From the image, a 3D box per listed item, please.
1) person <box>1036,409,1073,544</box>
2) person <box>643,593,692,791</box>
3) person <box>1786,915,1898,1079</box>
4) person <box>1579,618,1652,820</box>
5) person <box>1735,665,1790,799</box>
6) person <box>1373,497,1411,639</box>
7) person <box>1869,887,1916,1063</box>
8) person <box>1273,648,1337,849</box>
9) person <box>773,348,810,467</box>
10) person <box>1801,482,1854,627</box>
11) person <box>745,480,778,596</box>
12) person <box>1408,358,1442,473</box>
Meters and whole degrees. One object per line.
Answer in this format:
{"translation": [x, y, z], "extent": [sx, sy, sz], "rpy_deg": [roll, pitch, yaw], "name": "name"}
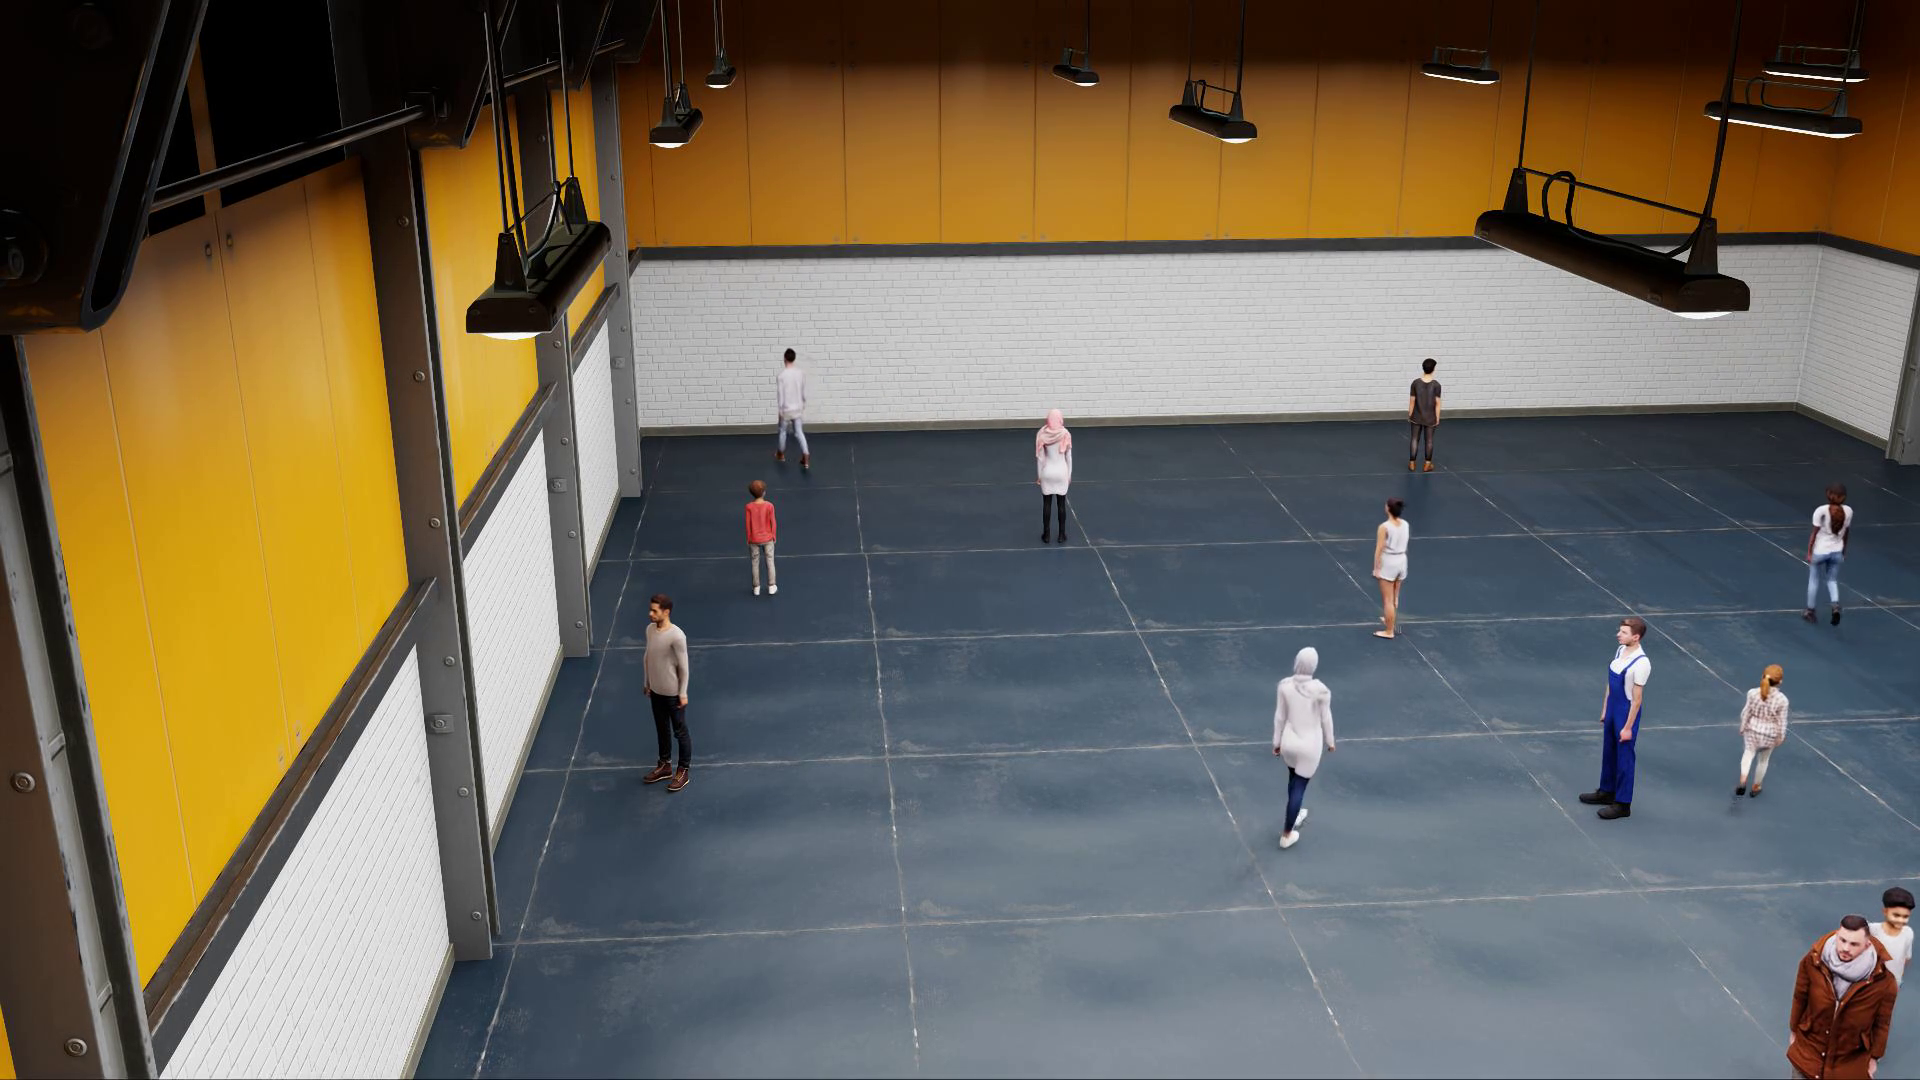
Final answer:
{"translation": [1.241, -0.847, 21.796], "extent": [0.652, 1.804, 0.624], "rpy_deg": [1, 19, 2], "name": "person"}
{"translation": [-2.664, 1.358, 15.154], "extent": [0.745, 1.866, 0.779], "rpy_deg": [12, 22, 32], "name": "person"}
{"translation": [5.297, 3.080, 10.086], "extent": [0.836, 1.836, 0.886], "rpy_deg": [12, 22, 33], "name": "person"}
{"translation": [5.839, 1.539, 14.640], "extent": [0.684, 1.851, 0.498], "rpy_deg": [-2, 19, -7], "name": "person"}
{"translation": [7.168, 1.740, 14.908], "extent": [0.755, 1.298, 0.820], "rpy_deg": [14, 23, 36], "name": "person"}
{"translation": [4.880, 0.310, 18.678], "extent": [0.699, 1.602, 0.803], "rpy_deg": [-11, 21, -29], "name": "person"}
{"translation": [6.316, 2.934, 11.436], "extent": [0.626, 1.251, 0.749], "rpy_deg": [5, 19, 15], "name": "person"}
{"translation": [2.848, 1.788, 14.054], "extent": [0.907, 1.752, 0.988], "rpy_deg": [13, 23, 34], "name": "person"}
{"translation": [-2.493, -1.962, 25.119], "extent": [1.026, 1.798, 1.243], "rpy_deg": [-11, 22, -30], "name": "person"}
{"translation": [9.883, 0.185, 18.876], "extent": [0.650, 1.713, 0.881], "rpy_deg": [0, 19, 1], "name": "person"}
{"translation": [-2.391, -0.032, 19.982], "extent": [0.508, 1.418, 0.457], "rpy_deg": [-2, 19, -5], "name": "person"}
{"translation": [6.987, -1.888, 25.025], "extent": [0.705, 1.717, 0.711], "rpy_deg": [8, 20, 23], "name": "person"}
